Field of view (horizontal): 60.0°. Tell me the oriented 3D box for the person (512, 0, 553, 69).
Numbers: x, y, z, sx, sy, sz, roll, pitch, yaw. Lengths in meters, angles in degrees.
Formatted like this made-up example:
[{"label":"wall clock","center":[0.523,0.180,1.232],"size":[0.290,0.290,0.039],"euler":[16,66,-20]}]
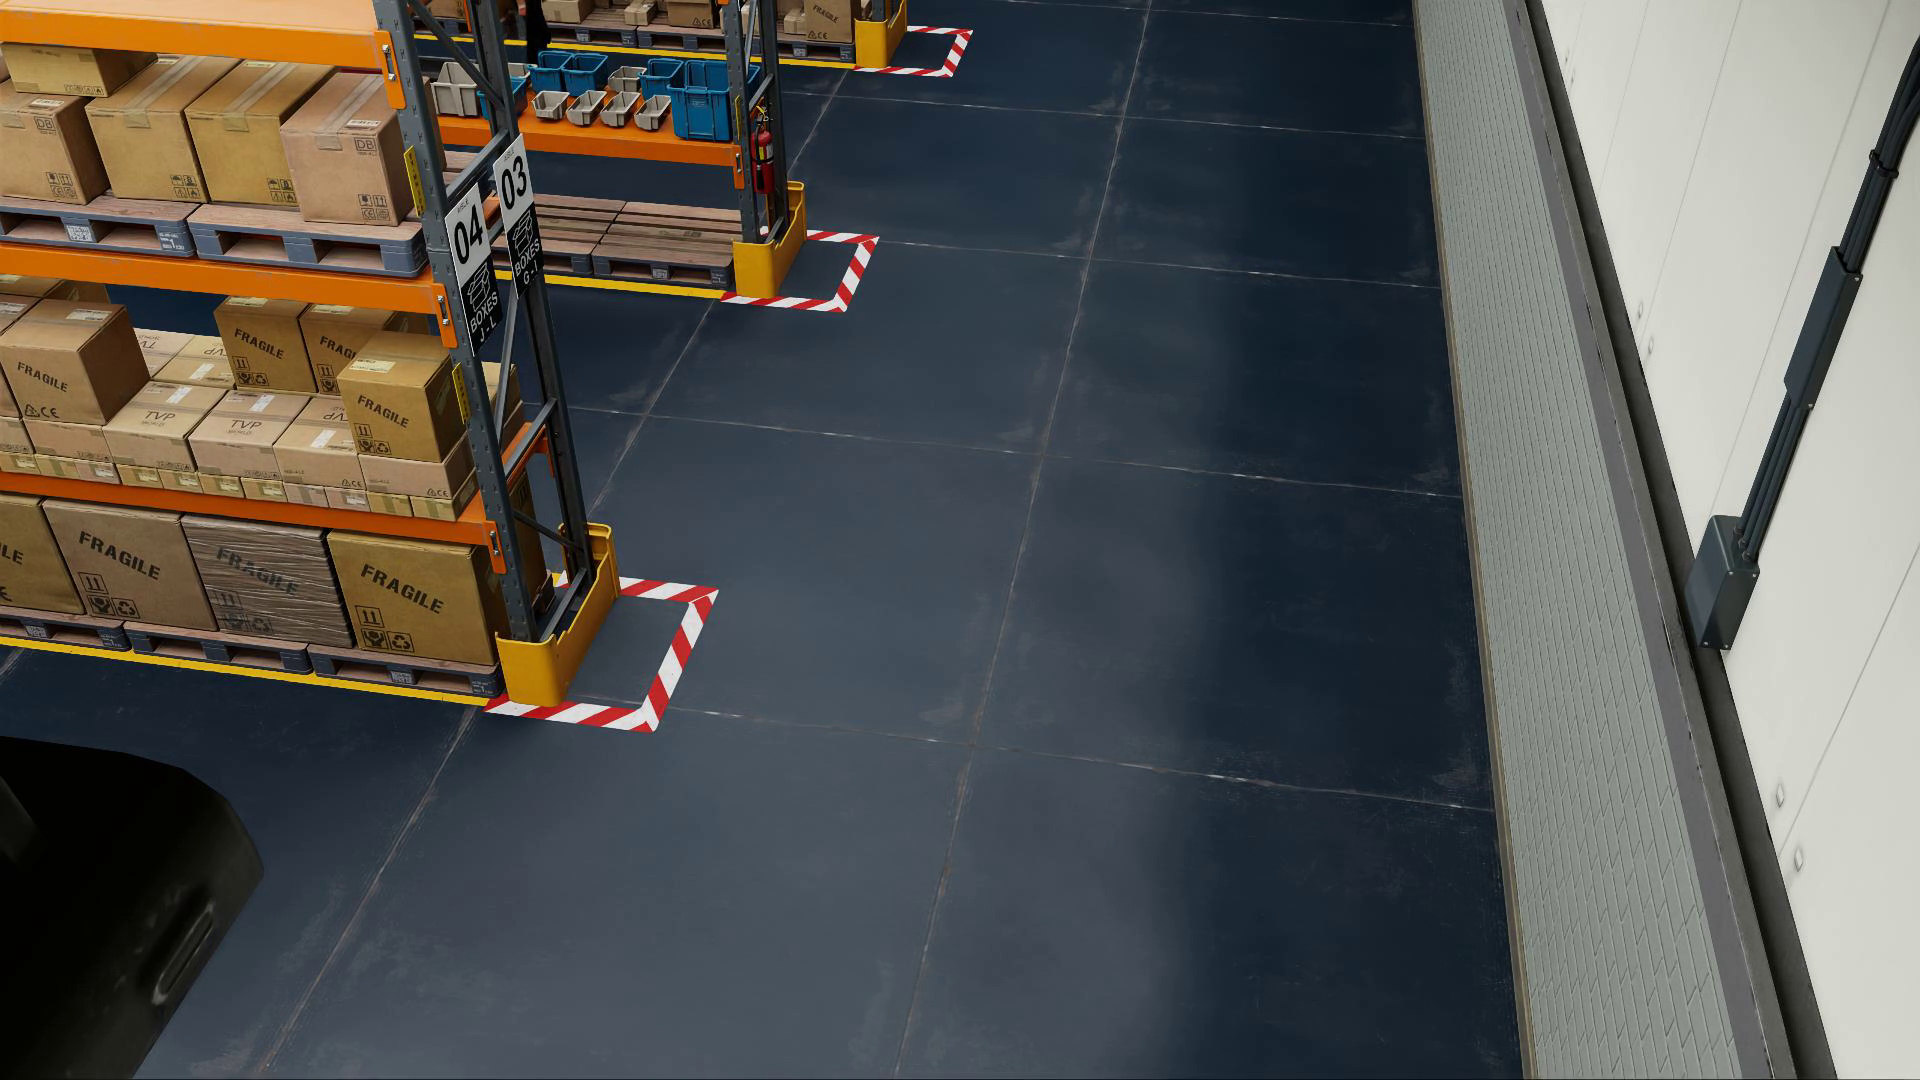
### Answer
[{"label":"person","center":[-4.452,-5.493,16.877],"size":[0.648,1.748,0.712],"euler":[1,38,1]}]
